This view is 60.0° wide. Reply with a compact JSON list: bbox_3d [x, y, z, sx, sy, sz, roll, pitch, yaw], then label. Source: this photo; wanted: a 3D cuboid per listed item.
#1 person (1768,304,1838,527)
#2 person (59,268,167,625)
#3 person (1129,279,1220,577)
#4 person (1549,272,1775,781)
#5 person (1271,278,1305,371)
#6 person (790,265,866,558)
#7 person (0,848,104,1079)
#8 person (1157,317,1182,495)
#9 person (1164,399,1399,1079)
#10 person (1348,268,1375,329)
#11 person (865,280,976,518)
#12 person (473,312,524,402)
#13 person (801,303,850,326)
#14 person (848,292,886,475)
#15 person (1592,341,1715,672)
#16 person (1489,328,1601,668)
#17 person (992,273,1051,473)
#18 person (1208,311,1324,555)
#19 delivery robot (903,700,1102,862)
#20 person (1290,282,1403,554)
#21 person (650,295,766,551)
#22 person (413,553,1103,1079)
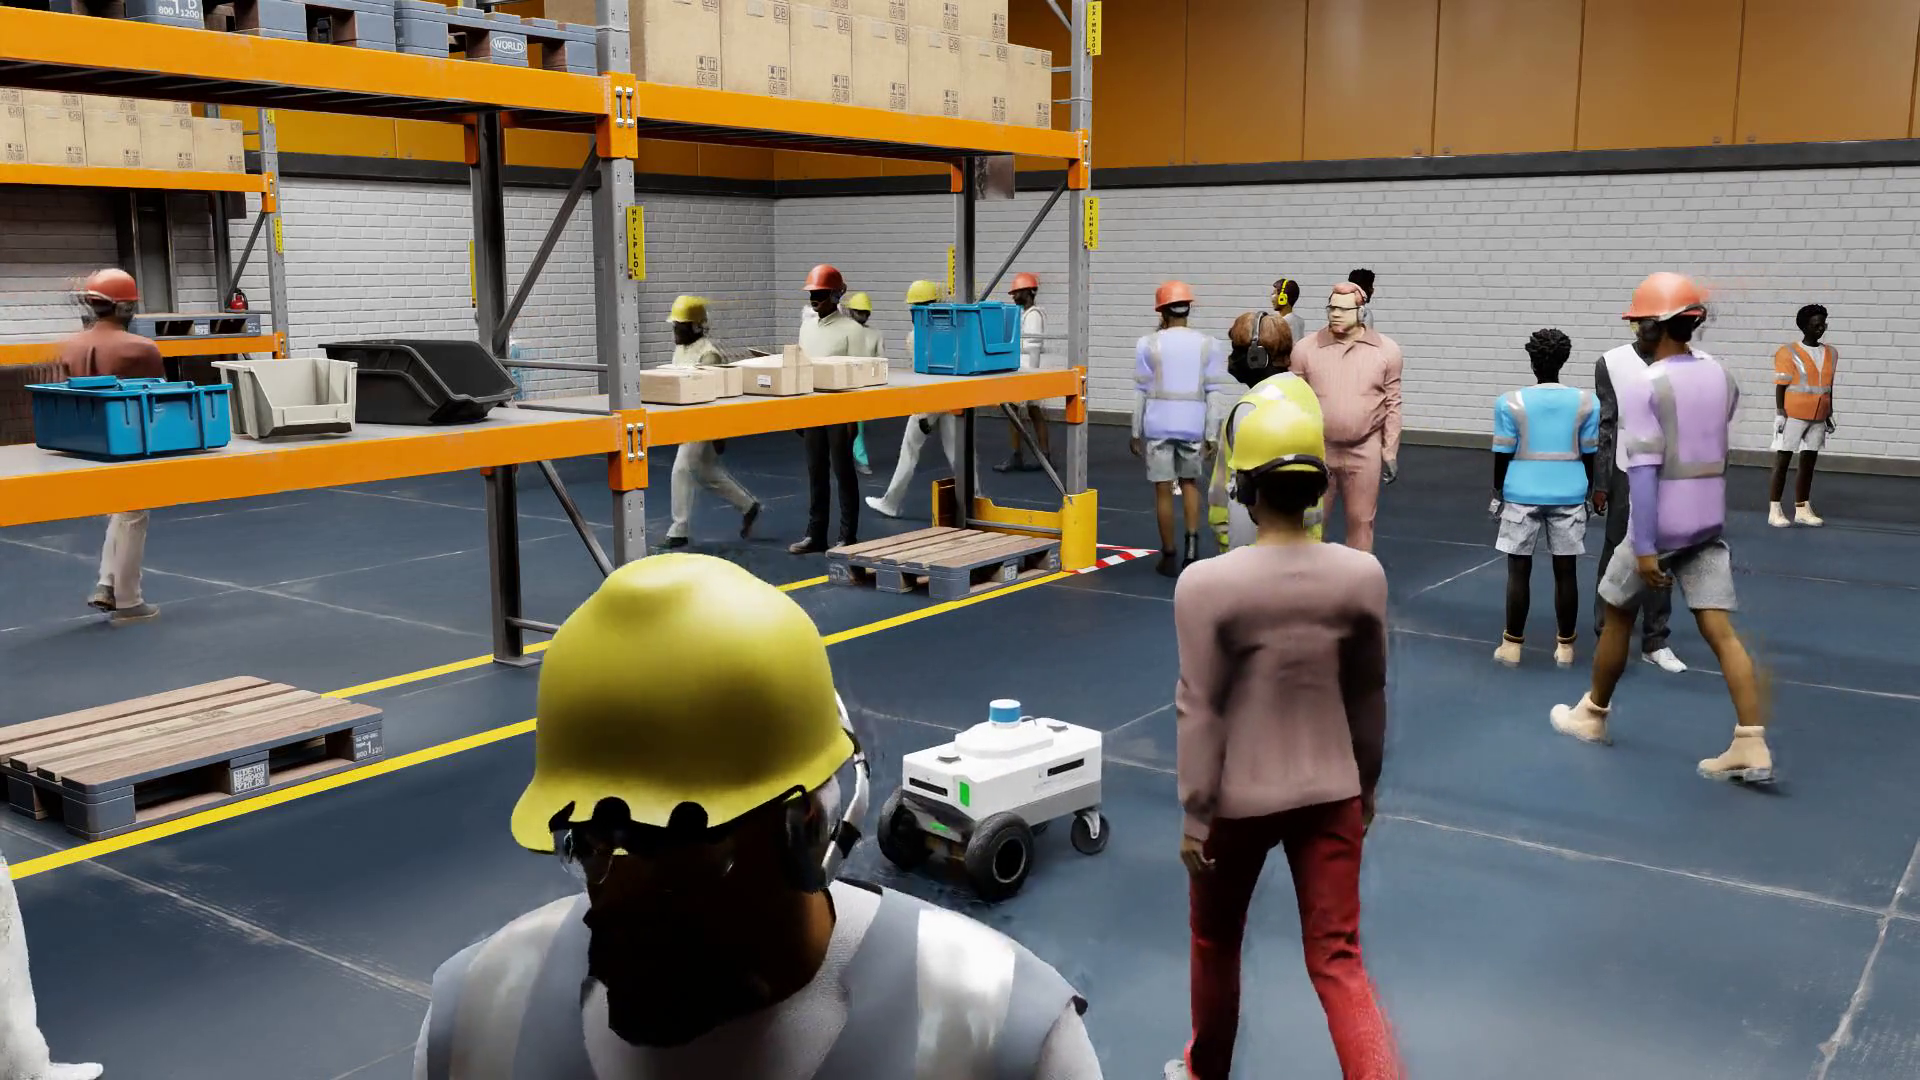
[{"bbox_3d":[6.431,-0.943,12.676,0.532,1.697,0.319,-2,10,-13],"label":"person"},{"bbox_3d":[-4.647,-0.515,9.285,0.630,1.974,0.449,3,10,17],"label":"person"},{"bbox_3d":[1.375,-0.713,10.692,0.539,1.908,0.413,-1,10,-6],"label":"person"},{"bbox_3d":[2.851,-0.062,6.608,0.597,1.990,1.075,-4,10,-21],"label":"person"},{"bbox_3d":[2.762,-1.289,14.220,0.328,1.873,0.518,5,11,26],"label":"person"},{"bbox_3d":[-0.905,-0.872,11.370,0.608,1.995,0.377,8,12,39],"label":"person"},{"bbox_3d":[-2.451,0.582,3.828,0.514,1.620,0.630,9,13,44],"label":"person"},{"bbox_3d":[1.856,-1.205,14.502,0.347,1.607,0.656,0,10,-1],"label":"person"},{"bbox_3d":[0.734,0.565,3.619,0.534,1.733,0.865,-3,10,-16],"label":"person"},{"bbox_3d":[3.753,-1.605,15.856,0.378,1.958,0.607,-3,10,-15],"label":"person"},{"bbox_3d":[-0.251,-1.063,12.879,1.005,1.871,0.608,7,12,37],"label":"person"},{"bbox_3d":[-4.066,-1.192,14.399,0.519,1.618,0.563,7,12,34],"label":"person"},{"bbox_3d":[-1.490,-2.032,18.692,0.583,1.866,0.742,-4,10,-23],"label":"person"},{"bbox_3d":[-0.983,-1.515,15.996,0.525,1.735,0.816,-4,10,-24],"label":"person"},{"bbox_3d":[3.396,-0.304,8.203,0.591,1.922,0.390,0,10,-3],"label":"person"},{"bbox_3d":[2.895,-0.200,8.265,0.532,1.693,0.319,1,10,6],"label":"person"},{"bbox_3d":[0.569,-1.591,15.912,0.733,1.907,0.552,1,10,5],"label":"person"},{"bbox_3d":[1.172,0.039,6.444,0.431,1.835,0.624,5,11,28],"label":"person"},{"bbox_3d":[0.150,0.777,5.551,0.707,0.478,0.477,-9,13,-44],"label":"delivery robot"},{"bbox_3d":[2.158,-0.497,9.408,0.650,1.904,0.401,2,10,13],"label":"person"},{"bbox_3d":[-1.789,-0.834,11.760,0.835,1.798,0.612,-5,11,-25],"label":"person"},{"bbox_3d":[-0.207,0.916,1.290,0.609,1.801,0.767,2,10,14],"label":"person"}]
